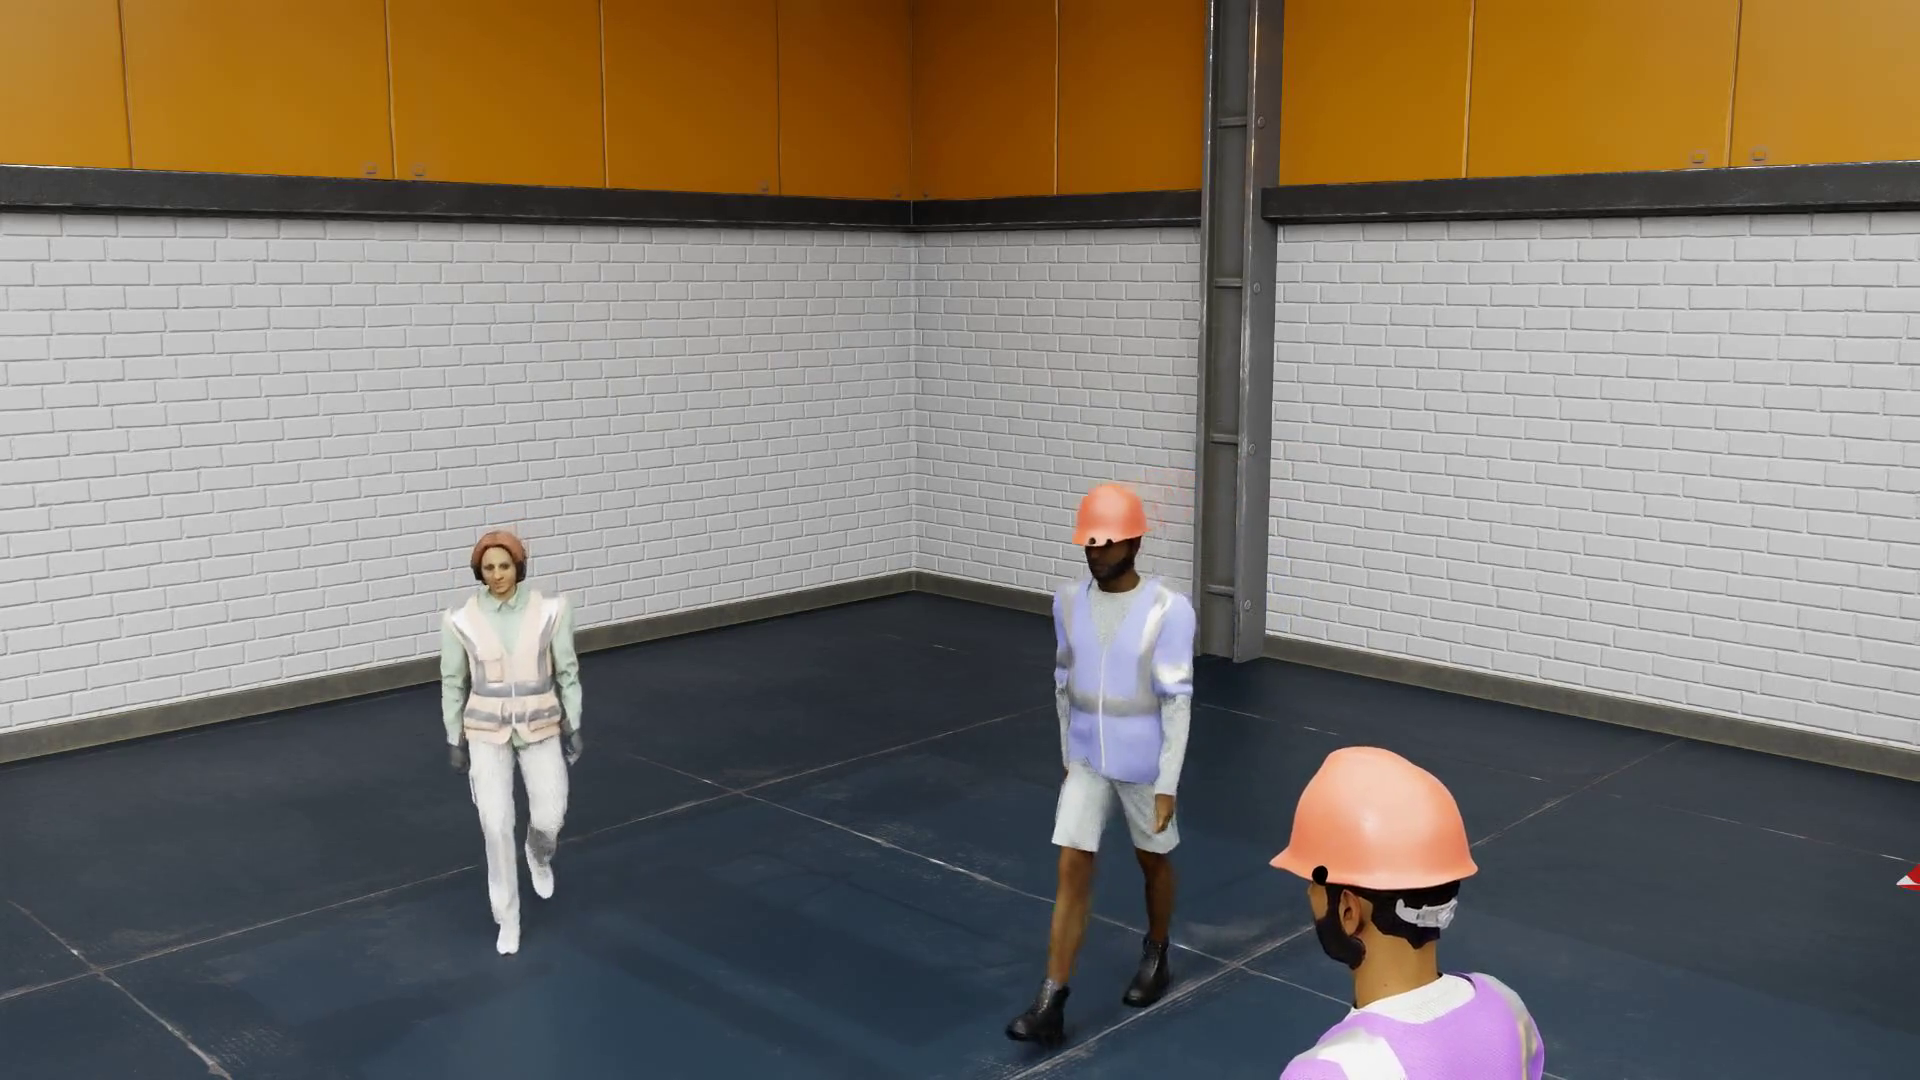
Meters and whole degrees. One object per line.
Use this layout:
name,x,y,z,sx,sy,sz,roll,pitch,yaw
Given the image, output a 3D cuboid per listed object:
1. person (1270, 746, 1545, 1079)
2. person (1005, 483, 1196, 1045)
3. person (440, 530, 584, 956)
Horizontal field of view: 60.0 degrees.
person,0.599,1.255,2.467,0.540,1.929,0.382,-9,13,-43
person,0.503,0.756,5.620,0.562,1.885,0.974,6,11,31
person,-1.744,0.751,6.485,0.527,1.622,0.514,-3,10,-16
